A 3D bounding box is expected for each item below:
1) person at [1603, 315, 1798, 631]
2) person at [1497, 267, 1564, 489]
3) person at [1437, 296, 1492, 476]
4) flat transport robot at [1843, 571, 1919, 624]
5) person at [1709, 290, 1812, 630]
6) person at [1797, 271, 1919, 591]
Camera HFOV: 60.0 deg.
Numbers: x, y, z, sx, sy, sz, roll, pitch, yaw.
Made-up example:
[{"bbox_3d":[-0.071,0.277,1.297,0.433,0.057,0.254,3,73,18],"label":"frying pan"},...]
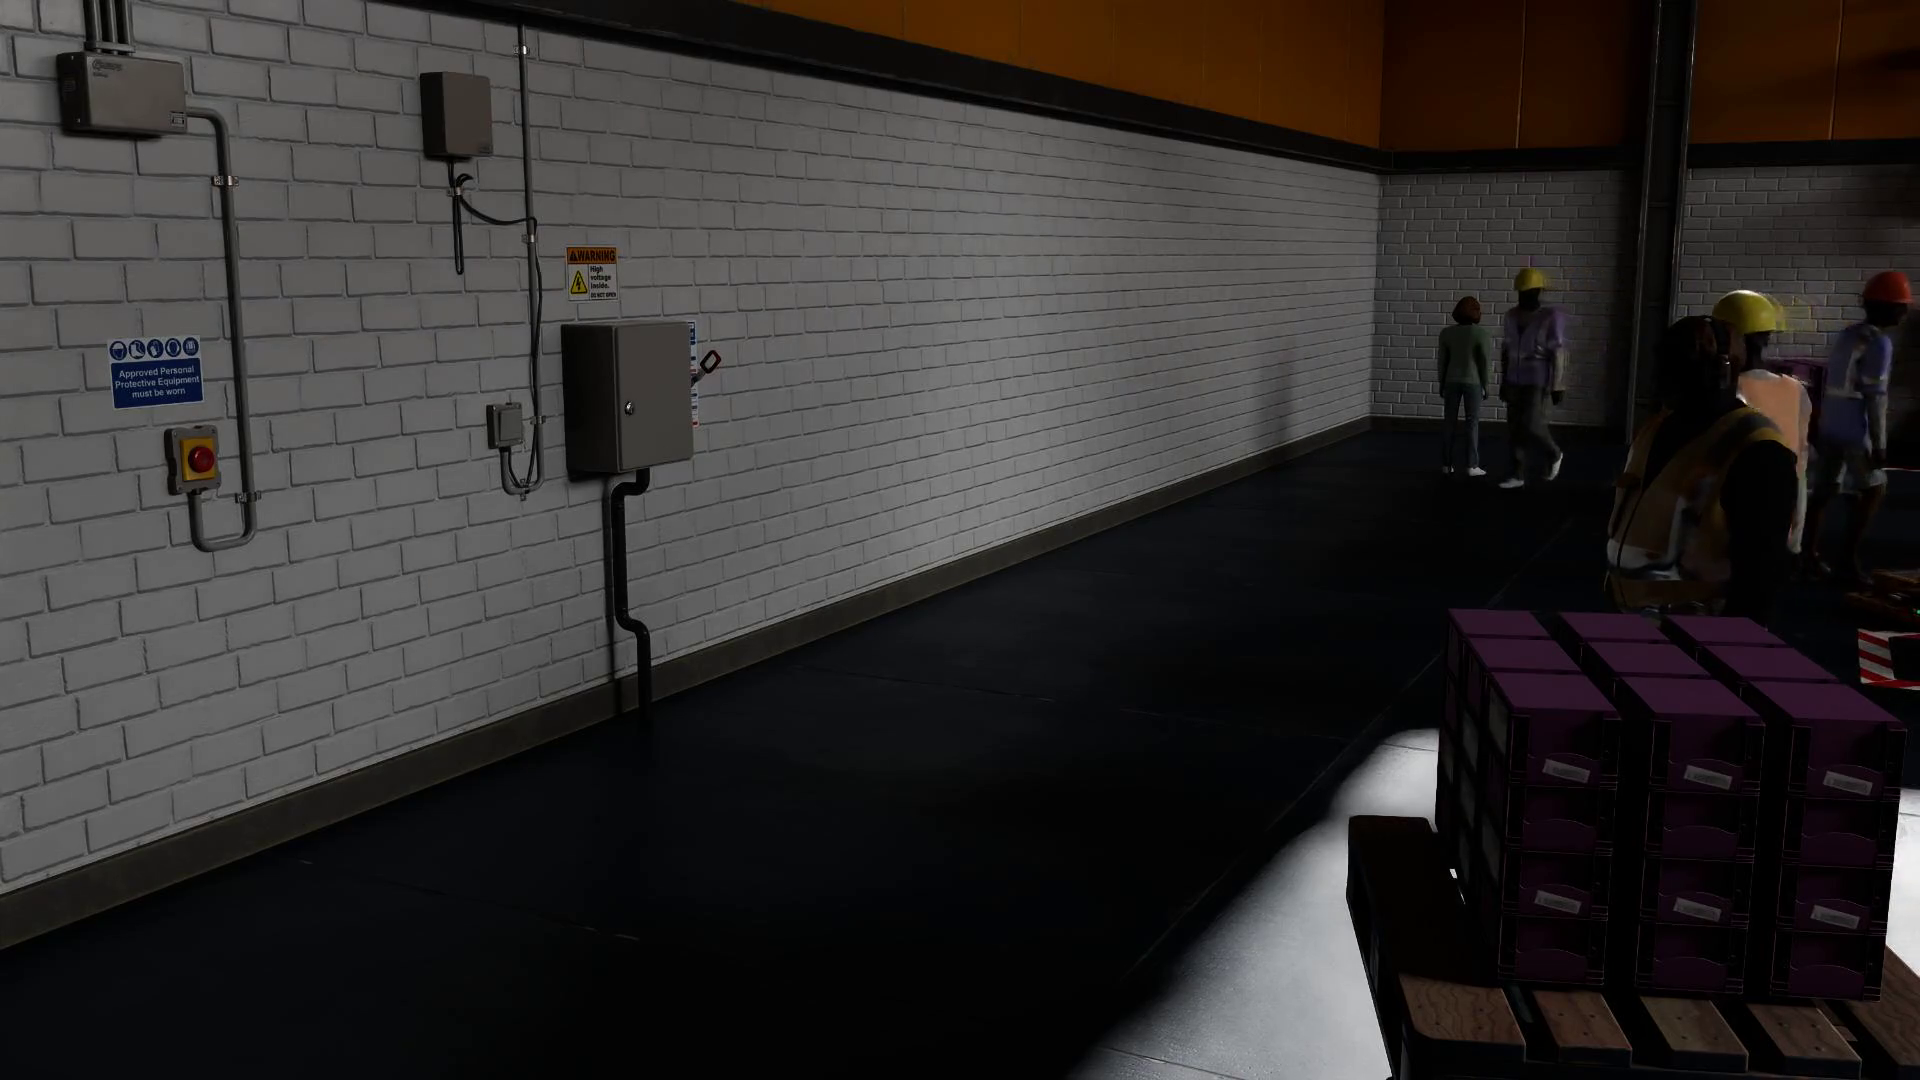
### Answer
[{"bbox_3d":[2.129,0.264,4.922,0.429,1.845,0.621,-2,10,-10],"label":"person"},{"bbox_3d":[4.912,-1.382,14.267,0.574,1.905,0.593,-6,12,-32],"label":"person"},{"bbox_3d":[4.593,-1.400,15.157,0.498,1.633,0.279,8,13,38],"label":"person"},{"bbox_3d":[5.773,0.304,9.230,1.431,0.197,0.652,-1,10,-8],"label":"flat transport robot"},{"bbox_3d":[3.120,-0.035,6.551,0.604,1.887,0.969,-5,11,-27],"label":"person"},{"bbox_3d":[5.420,-0.646,10.010,0.504,1.912,0.545,1,10,6],"label":"person"}]
